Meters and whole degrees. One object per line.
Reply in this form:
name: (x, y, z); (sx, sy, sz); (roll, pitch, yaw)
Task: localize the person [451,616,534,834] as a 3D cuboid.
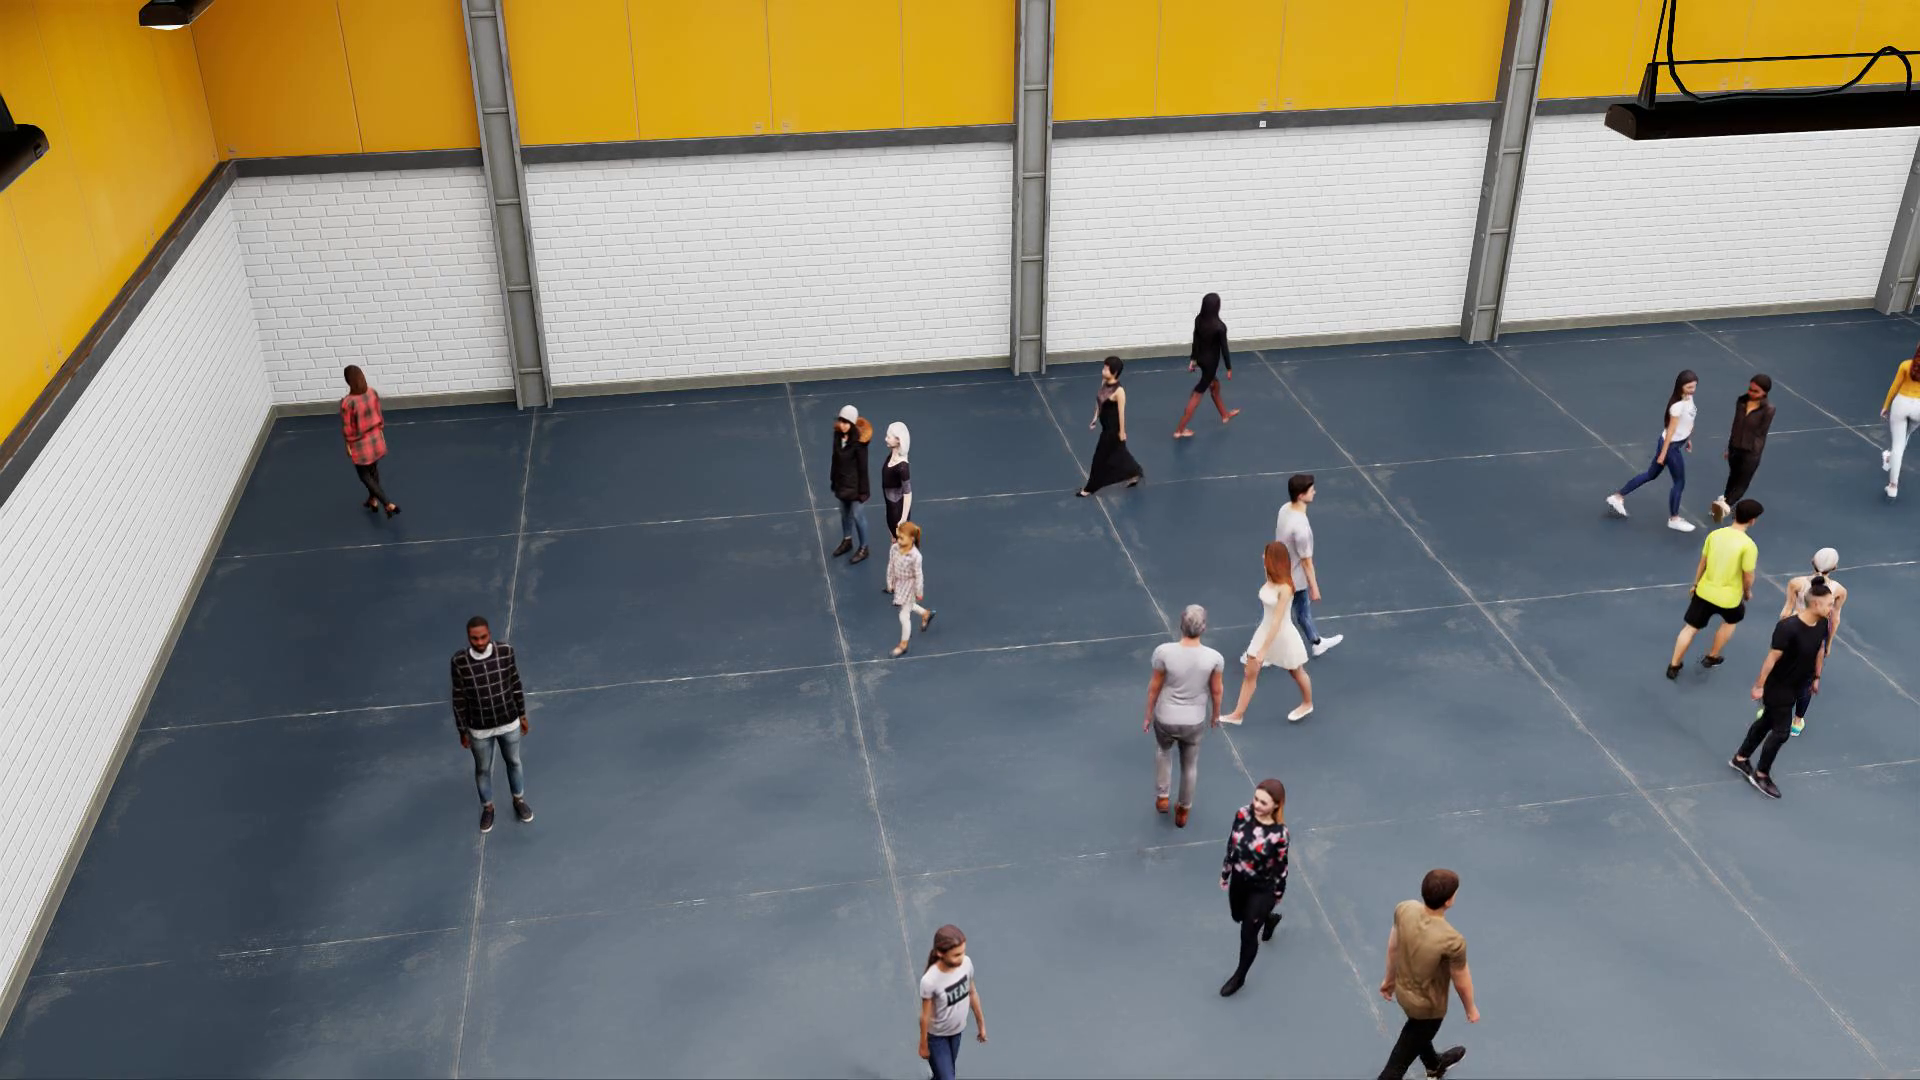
person: (-3.512, 1.343, 12.494); (0.572, 1.819, 0.781); (-12, 31, -21)

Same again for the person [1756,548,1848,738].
person: (6.878, 0.825, 13.565); (0.636, 1.702, 0.740); (11, 30, 19)

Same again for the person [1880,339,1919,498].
person: (9.924, -1.264, 17.409); (1.232, 1.688, 1.113); (10, 30, 18)

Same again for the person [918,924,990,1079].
person: (-0.134, 2.887, 9.941); (0.792, 1.553, 0.824); (-24, 37, -37)

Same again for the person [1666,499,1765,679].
person: (6.483, 0.484, 14.234); (0.960, 1.660, 0.846); (-24, 37, -37)

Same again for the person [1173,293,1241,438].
person: (2.703, -1.908, 18.614); (1.280, 1.664, 0.948); (-16, 33, -27)

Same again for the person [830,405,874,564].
person: (-1.055, -0.562, 16.183); (0.738, 1.631, 0.782); (23, 36, 36)

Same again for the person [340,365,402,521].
person: (-5.985, -0.960, 16.852); (1.019, 1.688, 0.949); (17, 33, 28)

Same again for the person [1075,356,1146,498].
person: (1.660, -1.180, 17.386); (1.035, 1.562, 0.626); (-7, 29, -13)

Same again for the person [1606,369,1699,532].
person: (7.043, -0.925, 16.736); (1.199, 1.737, 1.043); (11, 30, 19)

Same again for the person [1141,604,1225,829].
person: (1.649, 1.382, 12.440); (0.704, 1.802, 0.883); (3, 29, 6)

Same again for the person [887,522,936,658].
person: (-0.427, 0.385, 14.799); (0.922, 1.294, 0.786); (-25, 37, -38)

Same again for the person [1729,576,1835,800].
person: (6.362, 1.062, 12.983); (0.821, 1.843, 0.896); (-13, 31, -22)

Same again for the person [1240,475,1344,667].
person: (2.763, 0.307, 14.370); (1.187, 1.841, 0.781); (-2, 29, -3)

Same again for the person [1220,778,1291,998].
person: (1.993, 2.230, 11.028); (0.899, 1.665, 1.036); (25, 38, 38)

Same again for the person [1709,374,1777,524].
person: (7.788, -0.863, 16.725); (1.046, 1.640, 0.822); (-13, 31, -23)

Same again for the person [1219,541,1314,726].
person: (2.690, 0.806, 13.648); (1.157, 1.656, 0.696); (-9, 30, -17)

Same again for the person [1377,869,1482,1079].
person: (2.656, 2.772, 9.886); (1.236, 1.807, 0.907); (-13, 31, -22)

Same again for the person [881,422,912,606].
person: (-0.568, -0.251, 15.405); (0.552, 1.829, 0.618); (-9, 30, -16)
